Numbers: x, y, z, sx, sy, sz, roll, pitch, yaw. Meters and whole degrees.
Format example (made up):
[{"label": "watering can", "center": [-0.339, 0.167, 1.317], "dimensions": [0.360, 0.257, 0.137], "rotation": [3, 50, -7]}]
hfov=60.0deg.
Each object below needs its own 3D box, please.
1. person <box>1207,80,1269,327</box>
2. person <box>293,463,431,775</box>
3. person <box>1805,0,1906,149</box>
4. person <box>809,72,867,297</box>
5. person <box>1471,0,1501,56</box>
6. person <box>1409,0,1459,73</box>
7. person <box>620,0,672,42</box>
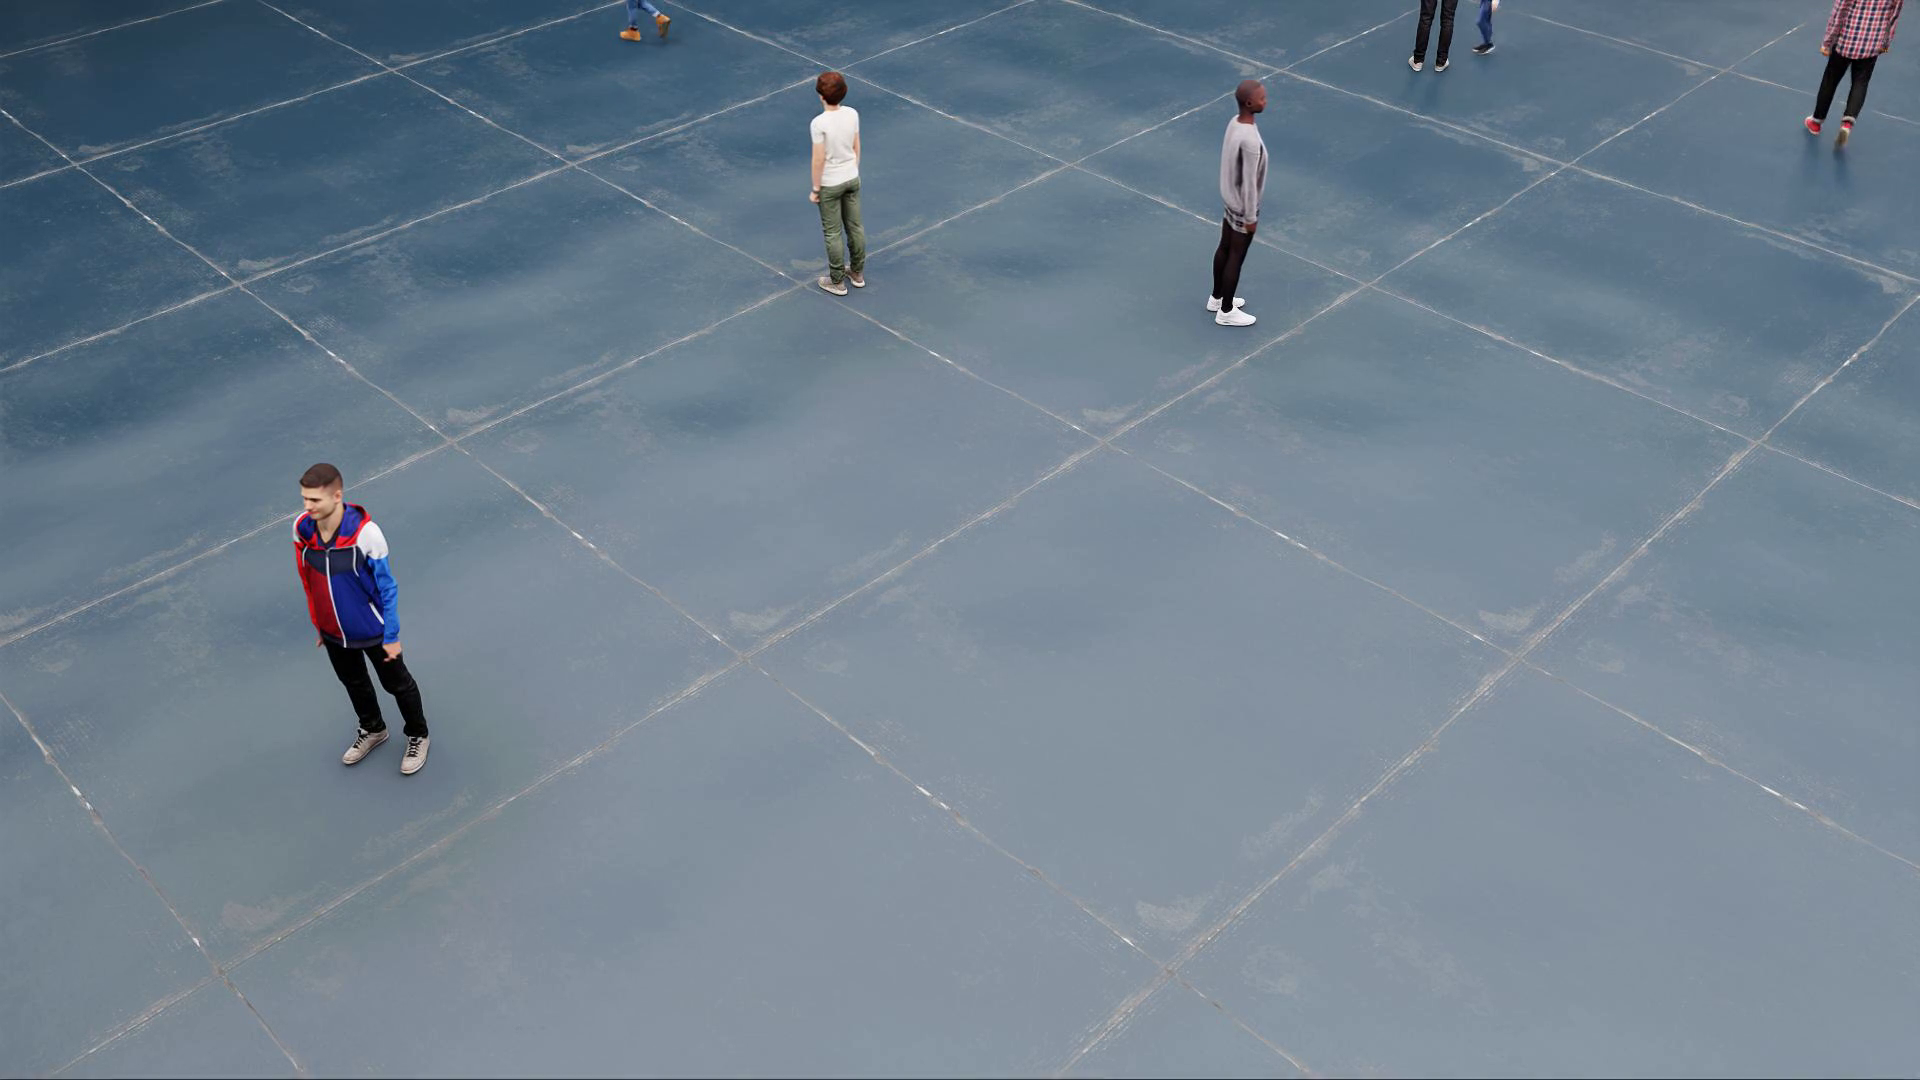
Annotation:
[{"label": "person", "center": [1.941, -2.354, 11.601], "dimensions": [0.725, 1.770, 0.699], "rotation": [-5, 38, -7]}, {"label": "person", "center": [-2.899, 0.377, 8.018], "dimensions": [0.721, 1.757, 0.727], "rotation": [8, 38, 11]}, {"label": "person", "center": [7.594, -4.184, 14.025], "dimensions": [0.943, 1.748, 1.064], "rotation": [10, 38, 13]}, {"label": "person", "center": [-0.879, -2.567, 11.976], "dimensions": [0.502, 1.654, 0.659], "rotation": [-25, 44, -29]}, {"label": "person", "center": [5.124, -5.206, 15.904], "dimensions": [0.609, 1.101, 0.549], "rotation": [-3, 37, -4]}, {"label": "person", "center": [4.475, -5.226, 15.385], "dimensions": [0.703, 1.761, 0.726], "rotation": [6, 38, 8]}, {"label": "person", "center": [-3.106, -5.433, 16.088], "dimensions": [0.749, 1.239, 0.772], "rotation": [12, 39, 15]}]
